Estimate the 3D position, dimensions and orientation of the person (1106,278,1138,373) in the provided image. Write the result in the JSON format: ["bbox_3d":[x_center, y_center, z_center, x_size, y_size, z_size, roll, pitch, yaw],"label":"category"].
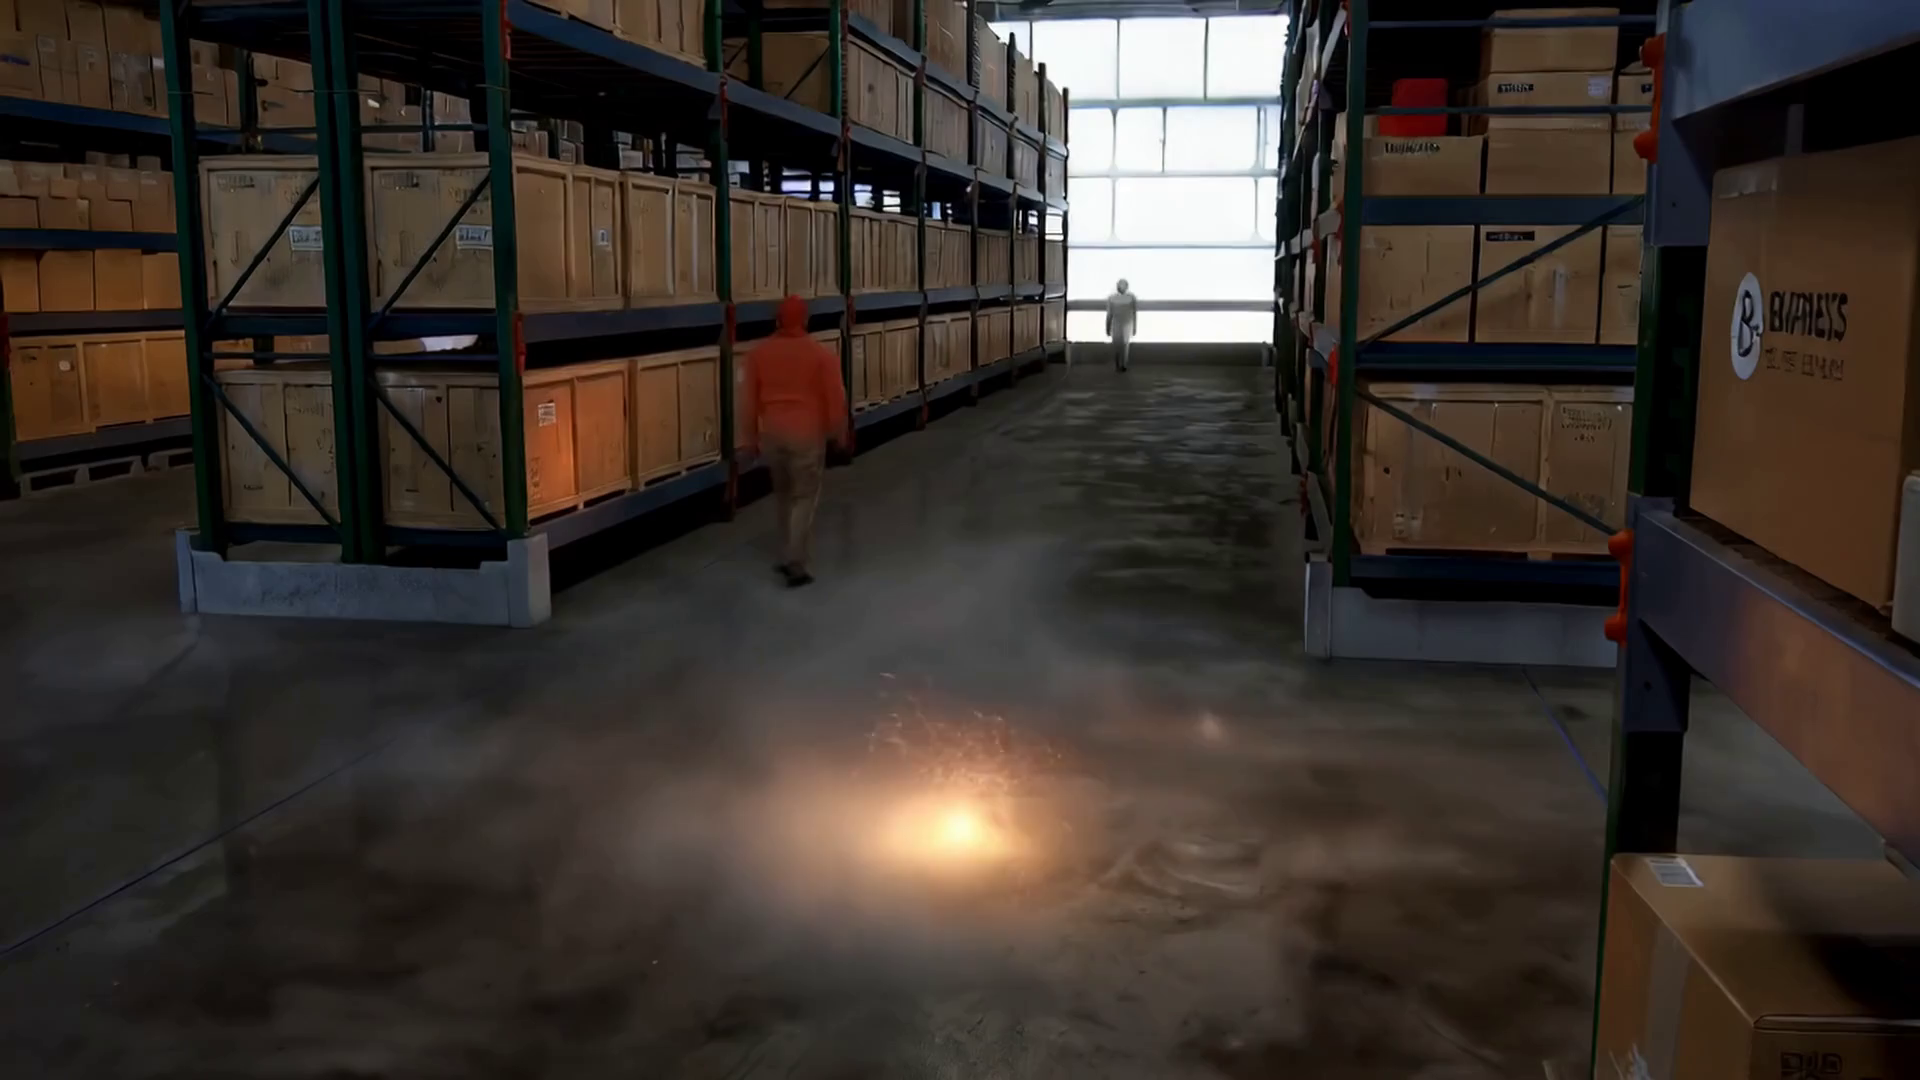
[{"bbox_3d":[3.269,-4.343,33.632,0.640,1.916,0.833,0,9,1],"label":"person"}]

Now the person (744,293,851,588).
[{"bbox_3d":[-1.023,-0.655,10.856,0.649,1.882,0.752,3,10,20],"label":"person"}]

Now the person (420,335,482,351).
[{"bbox_3d":[-4.545,-1.299,14.969,0.564,1.839,0.390,-1,9,-7],"label":"person"}]
